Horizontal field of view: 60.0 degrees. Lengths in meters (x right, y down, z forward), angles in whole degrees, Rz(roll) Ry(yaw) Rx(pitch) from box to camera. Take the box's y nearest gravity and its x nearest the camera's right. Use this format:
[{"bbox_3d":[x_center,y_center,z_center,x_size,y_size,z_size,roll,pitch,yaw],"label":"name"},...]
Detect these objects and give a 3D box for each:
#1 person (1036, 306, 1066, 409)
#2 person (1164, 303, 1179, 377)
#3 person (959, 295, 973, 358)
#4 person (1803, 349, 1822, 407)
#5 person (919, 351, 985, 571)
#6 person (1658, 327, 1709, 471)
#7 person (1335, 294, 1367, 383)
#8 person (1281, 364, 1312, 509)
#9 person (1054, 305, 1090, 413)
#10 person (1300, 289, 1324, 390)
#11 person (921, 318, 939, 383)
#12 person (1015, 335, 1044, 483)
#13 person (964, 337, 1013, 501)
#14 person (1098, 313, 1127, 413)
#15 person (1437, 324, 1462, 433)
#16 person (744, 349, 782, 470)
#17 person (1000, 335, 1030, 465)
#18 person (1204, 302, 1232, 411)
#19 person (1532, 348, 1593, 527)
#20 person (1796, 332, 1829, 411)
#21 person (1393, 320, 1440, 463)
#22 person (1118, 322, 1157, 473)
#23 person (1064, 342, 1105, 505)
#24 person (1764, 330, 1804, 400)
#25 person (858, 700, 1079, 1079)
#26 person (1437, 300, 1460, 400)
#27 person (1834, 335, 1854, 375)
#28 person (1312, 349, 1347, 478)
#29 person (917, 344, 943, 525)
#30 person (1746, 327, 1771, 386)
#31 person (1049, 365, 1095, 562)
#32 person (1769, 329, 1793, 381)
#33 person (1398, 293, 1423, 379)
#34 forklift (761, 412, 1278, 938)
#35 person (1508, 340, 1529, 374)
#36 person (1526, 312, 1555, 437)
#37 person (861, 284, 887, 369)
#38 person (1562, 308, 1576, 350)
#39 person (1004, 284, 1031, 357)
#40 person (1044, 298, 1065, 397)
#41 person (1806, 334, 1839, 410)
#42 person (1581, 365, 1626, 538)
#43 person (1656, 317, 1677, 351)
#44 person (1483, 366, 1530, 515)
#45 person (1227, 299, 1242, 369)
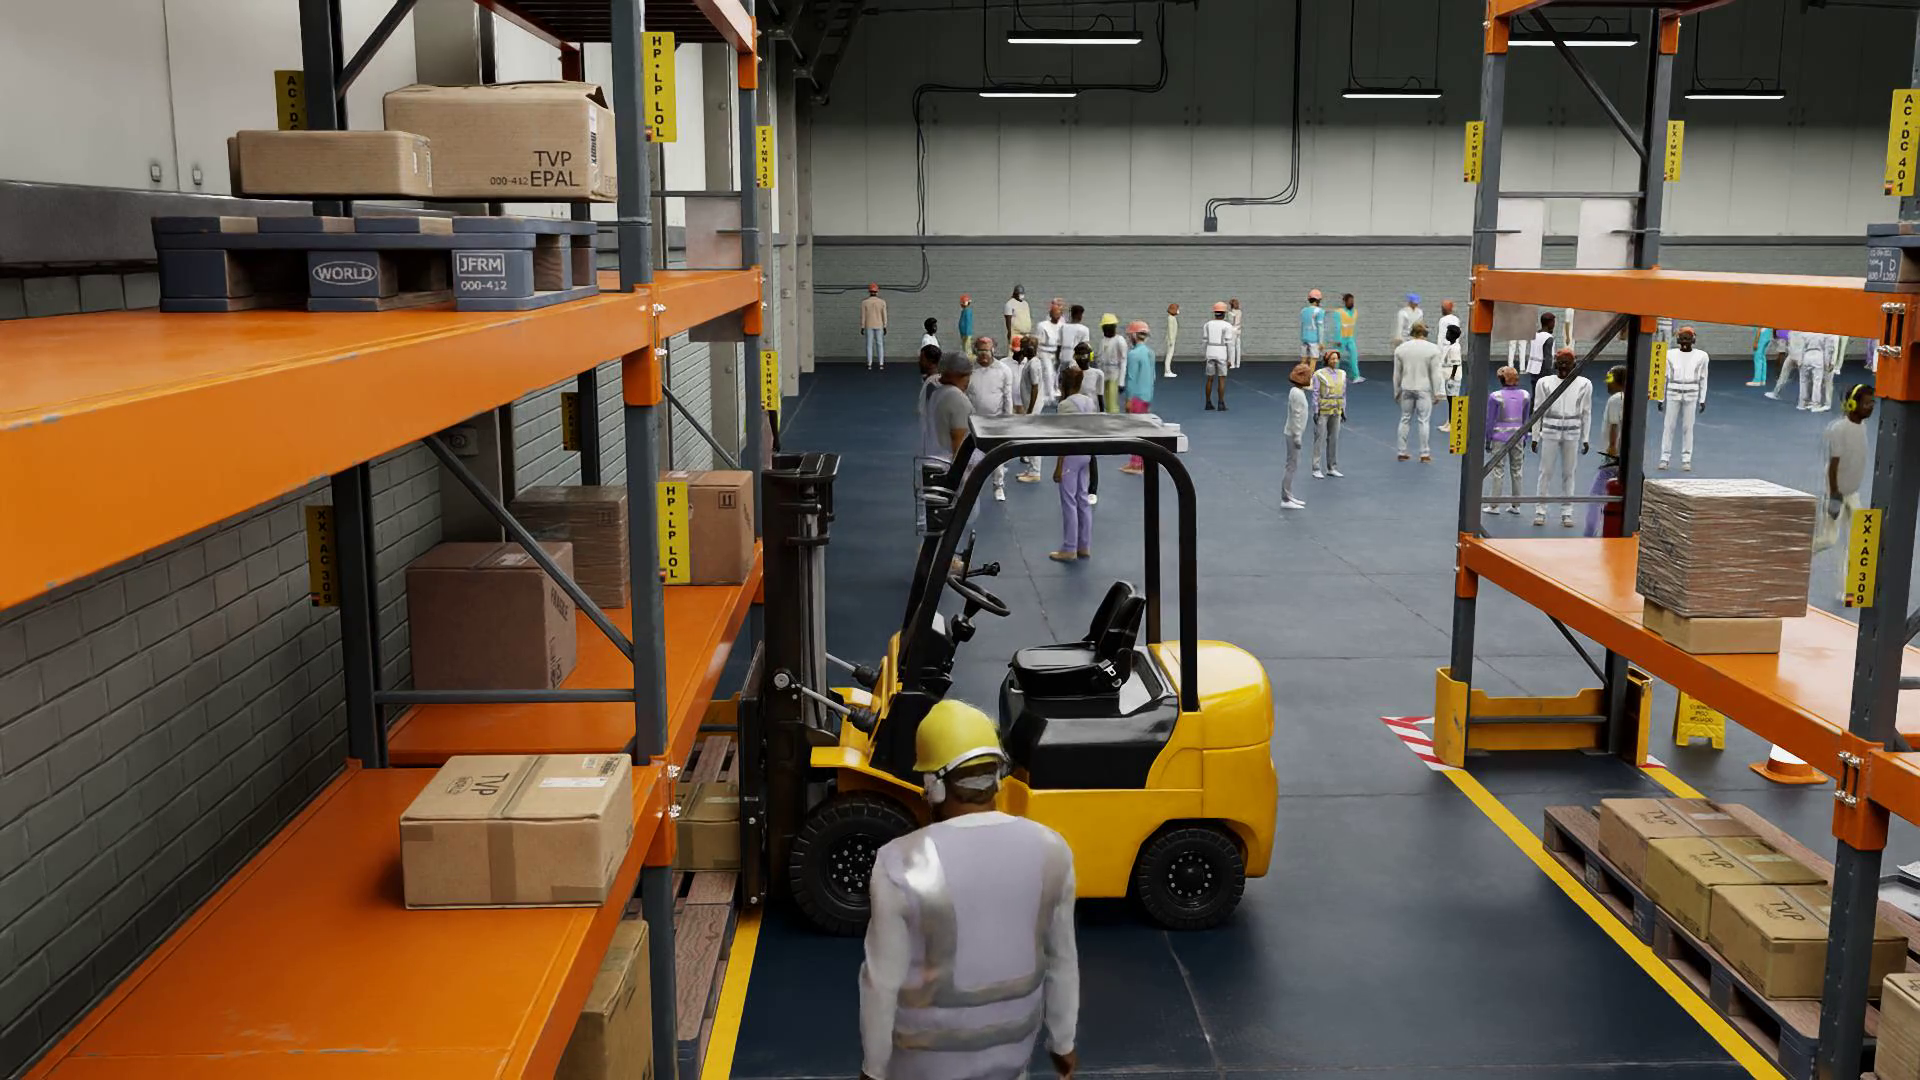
[{"bbox_3d":[1.683,-3.274,29.868,0.588,1.830,0.963,-4,11,-23],"label":"person"},{"bbox_3d":[4.707,-4.434,36.927,0.279,1.627,0.498,2,10,11],"label":"person"},{"bbox_3d":[0.126,-4.824,38.735,0.324,1.752,0.560,-2,10,-9],"label":"person"},{"bbox_3d":[15.424,-3.311,30.043,0.389,1.846,0.567,8,13,37],"label":"person"},{"bbox_3d":[-0.054,-0.696,14.935,0.568,2.000,0.710,-4,11,-20],"label":"person"},{"bbox_3d":[9.458,-1.848,21.788,0.584,1.882,0.337,4,11,23],"label":"person"},{"bbox_3d":[8.230,-4.253,35.207,0.622,1.873,0.937,-6,12,-28],"label":"person"},{"bbox_3d":[3.791,-1.164,18.715,0.283,1.628,0.501,3,11,15],"label":"person"},{"bbox_3d":[1.948,-3.104,28.754,0.609,1.903,1.008,9,14,41],"label":"person"},{"bbox_3d":[7.118,-4.038,33.612,0.445,2.030,0.624,-6,12,-29],"label":"person"},{"bbox_3d":[-0.525,-2.988,28.689,0.321,1.689,0.530,2,10,12],"label":"person"},{"bbox_3d":[0.872,-1.632,20.704,0.345,1.845,0.508,0,10,0],"label":"person"},{"bbox_3d":[0.287,-1.384,19.190,0.641,1.898,0.395,1,10,3],"label":"person"},{"bbox_3d":[2.286,-2.472,25.175,0.381,1.925,0.610,-5,12,-28],"label":"person"},{"bbox_3d":[7.724,-2.536,26.149,0.319,1.696,0.532,2,10,9],"label":"person"},{"bbox_3d":[-2.110,-1.125,17.894,0.374,1.837,0.561,-6,12,-31],"label":"person"},{"bbox_3d":[0.772,-1.884,22.383,0.563,1.742,0.338,-3,10,-14],"label":"person"},{"bbox_3d":[4.586,-3.253,29.515,0.539,1.929,0.391,6,12,32],"label":"person"},{"bbox_3d":[6.319,-1.078,17.499,0.583,1.882,0.337,3,11,15],"label":"person"},{"bbox_3d":[15.129,-3.138,29.499,0.502,1.703,0.621,4,11,22],"label":"person"},{"bbox_3d":[6.189,-2.011,22.585,0.634,1.931,0.363,7,12,34],"label":"person"},{"bbox_3d":[2.303,-1.850,21.643,0.424,1.946,0.794,7,12,34],"label":"person"},{"bbox_3d":[1.401,-1.333,19.001,0.507,1.863,0.326,4,11,21],"label":"person"},{"bbox_3d":[15.643,-3.436,31.176,0.571,1.683,0.900,-6,12,-30],"label":"person"},{"bbox_3d":[0.007,1.333,4.302,0.732,1.806,0.535,-6,12,-31],"label":"person"},{"bbox_3d":[9.287,-3.606,31.604,0.606,1.876,0.402,-8,13,-39],"label":"person"},{"bbox_3d":[19.999,-4.675,37.730,0.529,1.827,0.919,6,12,30],"label":"person"},{"bbox_3d":[4.682,-1.605,21.119,0.515,1.641,0.309,-5,11,-25],"label":"person"},{"bbox_3d":[-0.271,-1.102,17.539,0.391,1.920,0.587,1,10,5],"label":"person"},{"bbox_3d":[16.630,-4.109,34.531,0.517,1.836,0.349,-10,14,-44],"label":"person"},{"bbox_3d":[1.053,-0.720,15.613,0.331,1.844,0.520,8,13,38],"label":"person"},{"bbox_3d":[17.791,-4.391,35.776,0.659,1.963,0.470,3,11,15],"label":"person"},{"bbox_3d":[9.589,-4.313,35.472,0.646,1.903,0.697,-3,11,-15],"label":"person"},{"bbox_3d":[0.291,0.548,7.580,2.313,2.155,1.214,0,10,-2],"label":"forklift"},{"bbox_3d":[12.664,-4.703,37.698,0.584,1.882,0.337,7,12,35],"label":"person"},{"bbox_3d":[8.931,-2.539,25.574,0.397,1.911,0.588,-1,10,-4],"label":"person"},{"bbox_3d":[-2.028,-5.014,39.120,0.622,1.991,0.394,-2,10,-11],"label":"person"},{"bbox_3d":[13.254,-4.391,36.090,0.348,1.838,0.505,8,13,36],"label":"person"},{"bbox_3d":[1.340,-4.706,37.278,0.535,2.000,0.688,10,14,44],"label":"person"},{"bbox_3d":[1.875,-3.736,32.246,0.403,1.906,0.651,4,11,22],"label":"person"},{"bbox_3d":[15.397,-3.130,29.612,0.309,1.641,0.511,-2,10,-12],"label":"person"},{"bbox_3d":[6.205,-0.759,15.920,0.607,1.814,0.738,-8,13,-39],"label":"person"},{"bbox_3d":[17.010,-5.102,40.059,0.404,1.832,0.592,-5,11,-27],"label":"person"},{"bbox_3d":[6.000,-1.086,18.255,0.514,1.634,0.313,-2,10,-11],"label":"person"},{"bbox_3d":[6.455,-4.851,39.191,0.307,1.645,0.513,9,14,42],"label":"person"}]
